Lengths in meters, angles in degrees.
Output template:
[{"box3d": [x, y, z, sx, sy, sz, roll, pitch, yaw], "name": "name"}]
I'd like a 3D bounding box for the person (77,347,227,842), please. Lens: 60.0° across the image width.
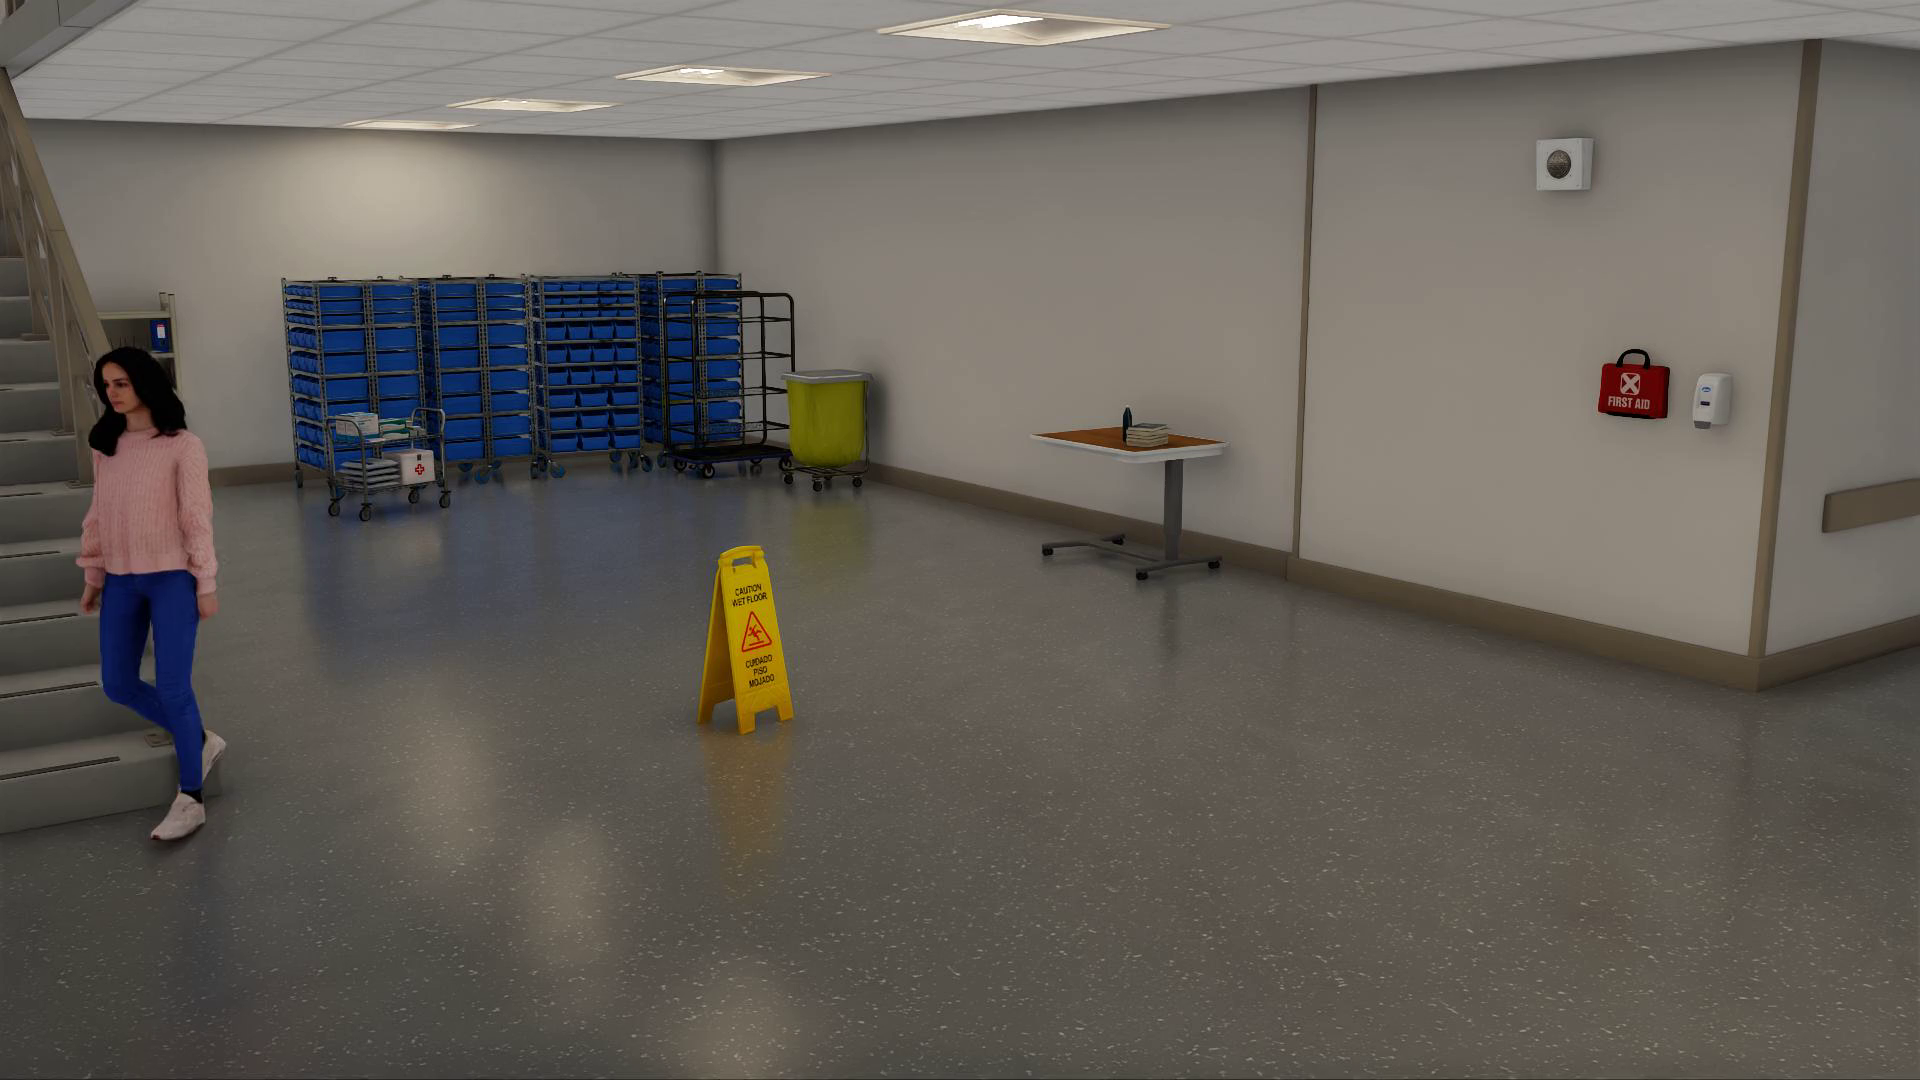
[{"box3d": [-2.891, 0.172, 6.059, 0.886, 1.755, 0.934, 2, 11, 11], "name": "person"}]
